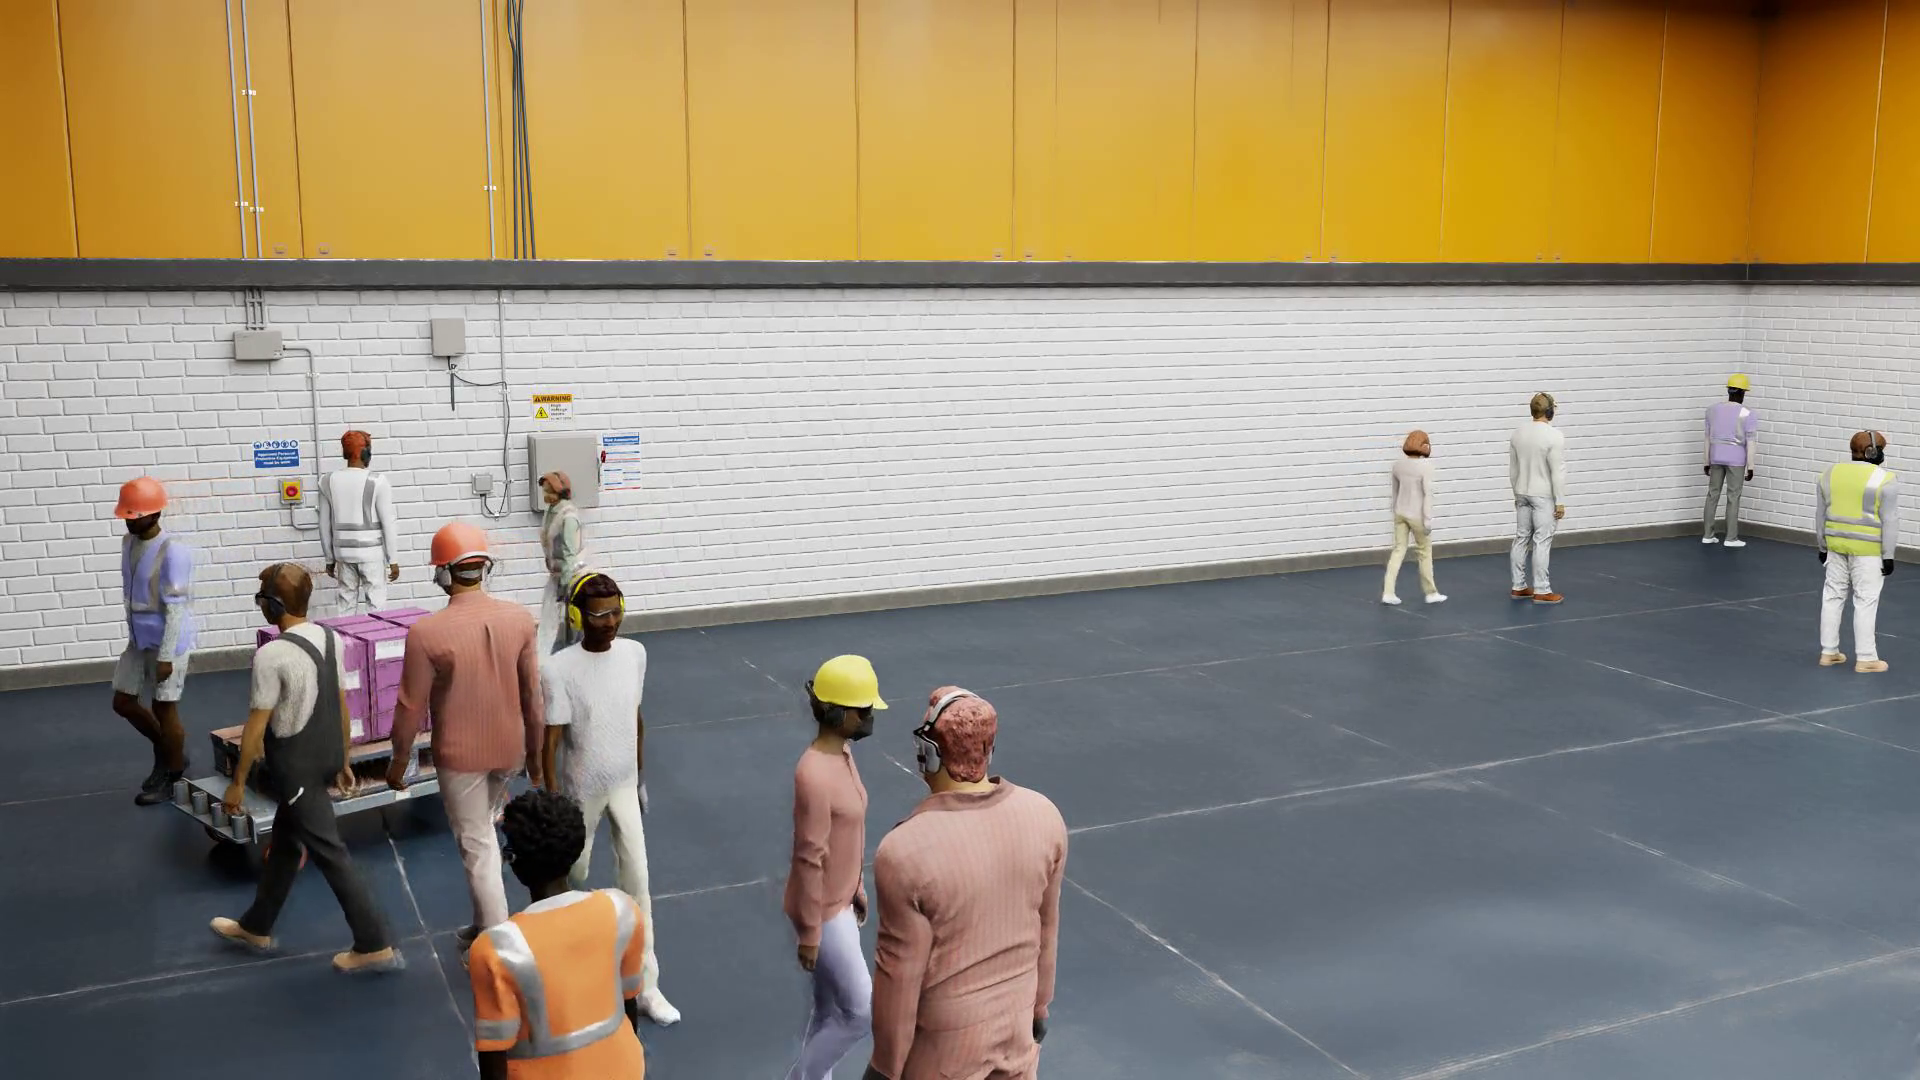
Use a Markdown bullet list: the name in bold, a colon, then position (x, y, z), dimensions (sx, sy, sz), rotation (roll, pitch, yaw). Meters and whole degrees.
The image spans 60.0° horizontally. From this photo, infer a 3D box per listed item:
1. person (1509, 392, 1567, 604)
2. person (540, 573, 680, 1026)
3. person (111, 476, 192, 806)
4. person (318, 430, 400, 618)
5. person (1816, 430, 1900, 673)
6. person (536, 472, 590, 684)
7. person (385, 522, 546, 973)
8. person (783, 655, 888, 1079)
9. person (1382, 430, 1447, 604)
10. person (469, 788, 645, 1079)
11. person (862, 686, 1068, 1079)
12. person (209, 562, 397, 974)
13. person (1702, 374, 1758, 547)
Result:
- **person**: position (5.308, -0.385, 15.274), dimensions (0.372, 1.940, 0.630), rotation (-5, 10, -26)
- **person**: position (-1.525, 1.021, 6.920), dimensions (0.539, 1.825, 0.980), rotation (-8, 12, -39)
- **person**: position (-4.558, 0.578, 9.389), dimensions (0.568, 1.909, 0.420), rotation (6, 11, 31)
- **person**: position (-4.413, 0.129, 12.252), dimensions (0.584, 1.882, 0.337), rotation (1, 9, 9)
- **person**: position (6.847, 0.082, 12.691), dimensions (0.430, 1.841, 0.624), rotation (-5, 10, -28)
- **person**: position (-2.922, 0.283, 12.173), dimensions (0.801, 1.588, 0.532), rotation (-7, 12, -39)
- **person**: position (-2.165, 0.900, 7.179), dimensions (0.656, 1.972, 0.611), rotation (6, 11, 34)
- **person**: position (-0.420, 1.253, 5.681), dimensions (0.370, 1.743, 0.538), rotation (1, 9, 4)
- **person**: position (4.144, -0.204, 15.182), dimensions (0.703, 1.603, 0.521), rotation (-6, 11, -33)
- **person**: position (-1.010, 1.500, 4.397), dimensions (0.457, 1.679, 0.540), rotation (9, 13, 43)
- **person**: position (-0.009, 1.345, 4.634), dimensions (0.638, 1.911, 0.406), rotation (-8, 12, -39)
- **person**: position (-2.882, 0.989, 7.201), dimensions (0.963, 1.798, 0.537), rotation (2, 9, 11)
- **person**: position (8.516, -0.878, 18.401), dimensions (0.388, 1.919, 0.585), rotation (-7, 12, -39)
